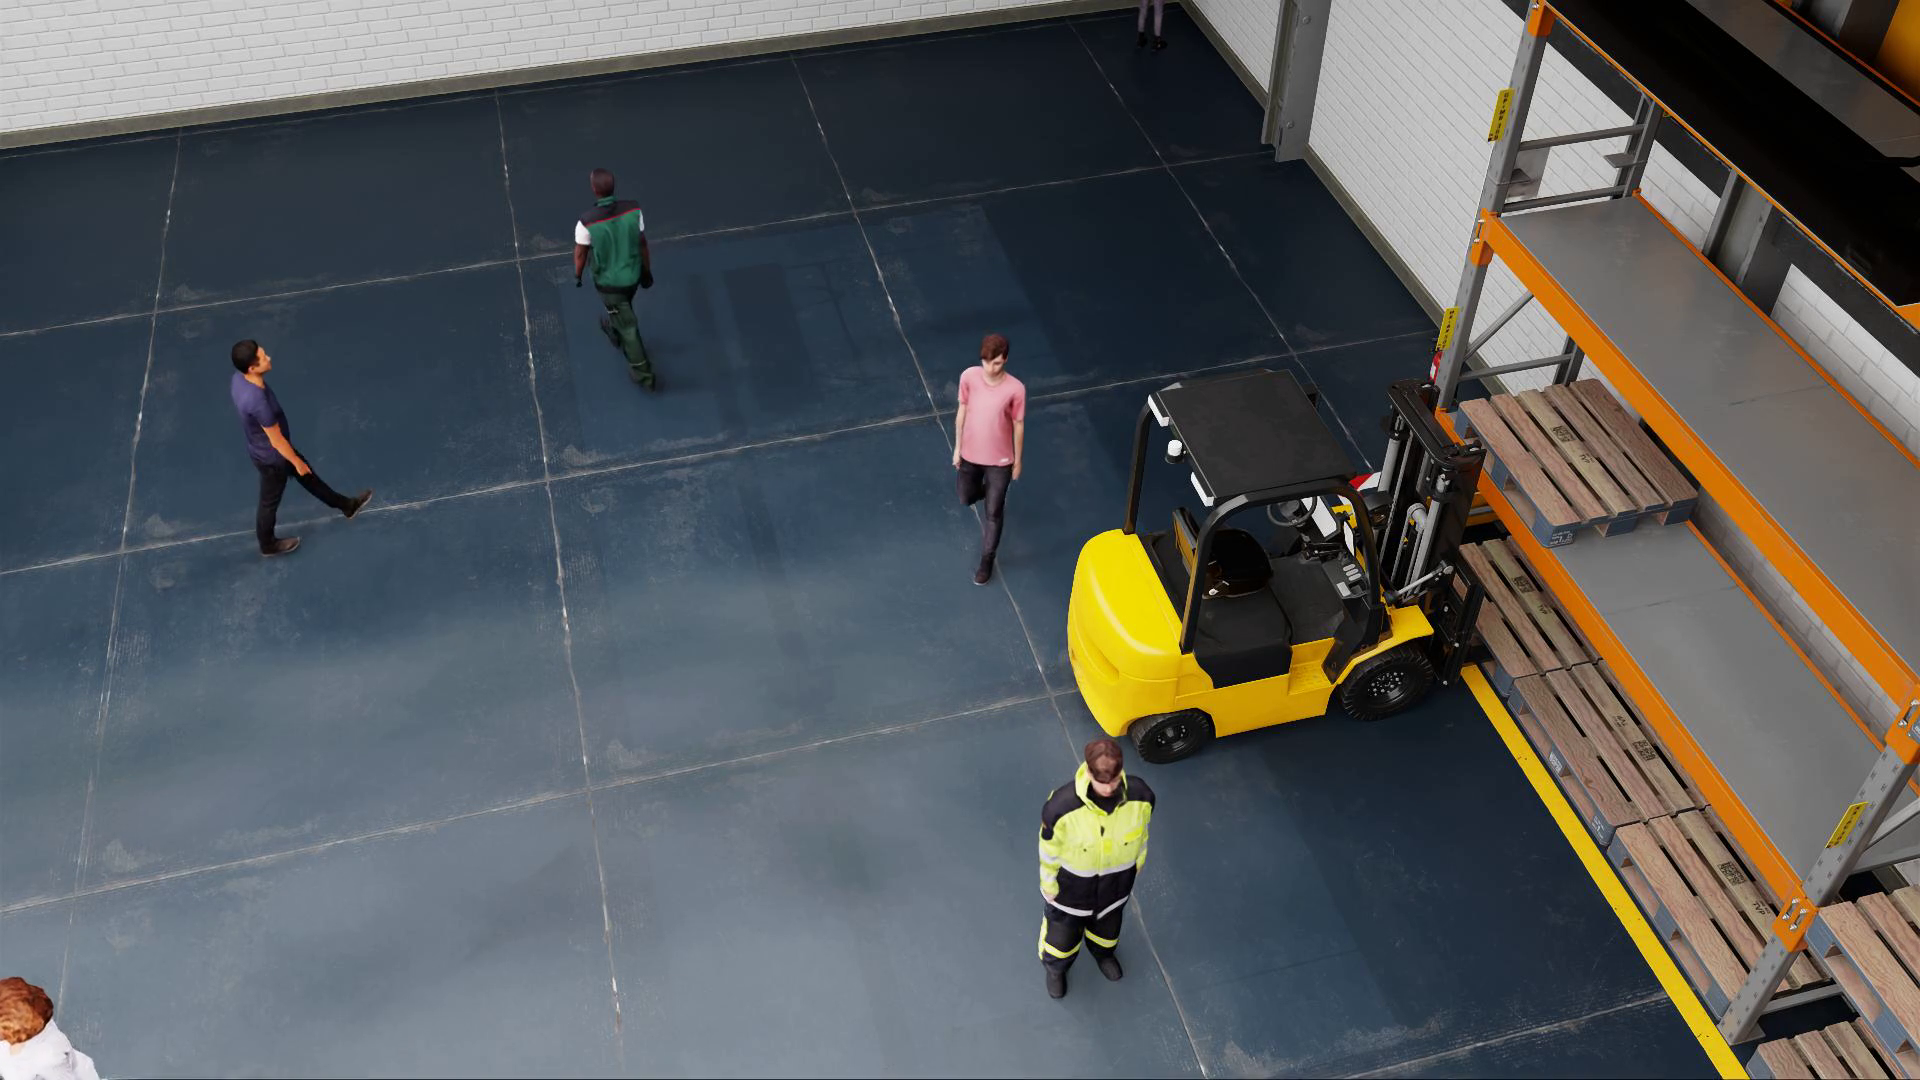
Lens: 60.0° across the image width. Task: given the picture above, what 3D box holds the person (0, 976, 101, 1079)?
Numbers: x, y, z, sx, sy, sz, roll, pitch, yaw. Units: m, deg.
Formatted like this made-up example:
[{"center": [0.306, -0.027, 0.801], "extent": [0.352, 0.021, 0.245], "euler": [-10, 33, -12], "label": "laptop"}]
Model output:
[{"center": [-4.205, 2.579, 8.006], "extent": [0.879, 1.694, 0.827], "euler": [-31, 52, -29], "label": "person"}]

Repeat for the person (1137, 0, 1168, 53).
[{"center": [1.959, -5.606, 16.899], "extent": [0.574, 1.278, 0.635], "euler": [22, 48, 22], "label": "person"}]

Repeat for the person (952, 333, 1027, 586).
[{"center": [0.212, -0.624, 11.186], "extent": [0.971, 1.946, 1.094], "euler": [14, 45, 14], "label": "person"}]

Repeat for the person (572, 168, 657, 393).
[{"center": [-2.559, -1.928, 12.672], "extent": [1.012, 1.784, 1.270], "euler": [-30, 51, -28], "label": "person"}]

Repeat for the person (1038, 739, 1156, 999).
[{"center": [0.700, 1.695, 8.727], "extent": [0.767, 1.979, 0.626], "euler": [-12, 45, -12], "label": "person"}]

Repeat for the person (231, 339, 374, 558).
[{"center": [-4.752, -0.561, 11.263], "extent": [0.897, 1.748, 1.093], "euler": [-22, 48, -21], "label": "person"}]
